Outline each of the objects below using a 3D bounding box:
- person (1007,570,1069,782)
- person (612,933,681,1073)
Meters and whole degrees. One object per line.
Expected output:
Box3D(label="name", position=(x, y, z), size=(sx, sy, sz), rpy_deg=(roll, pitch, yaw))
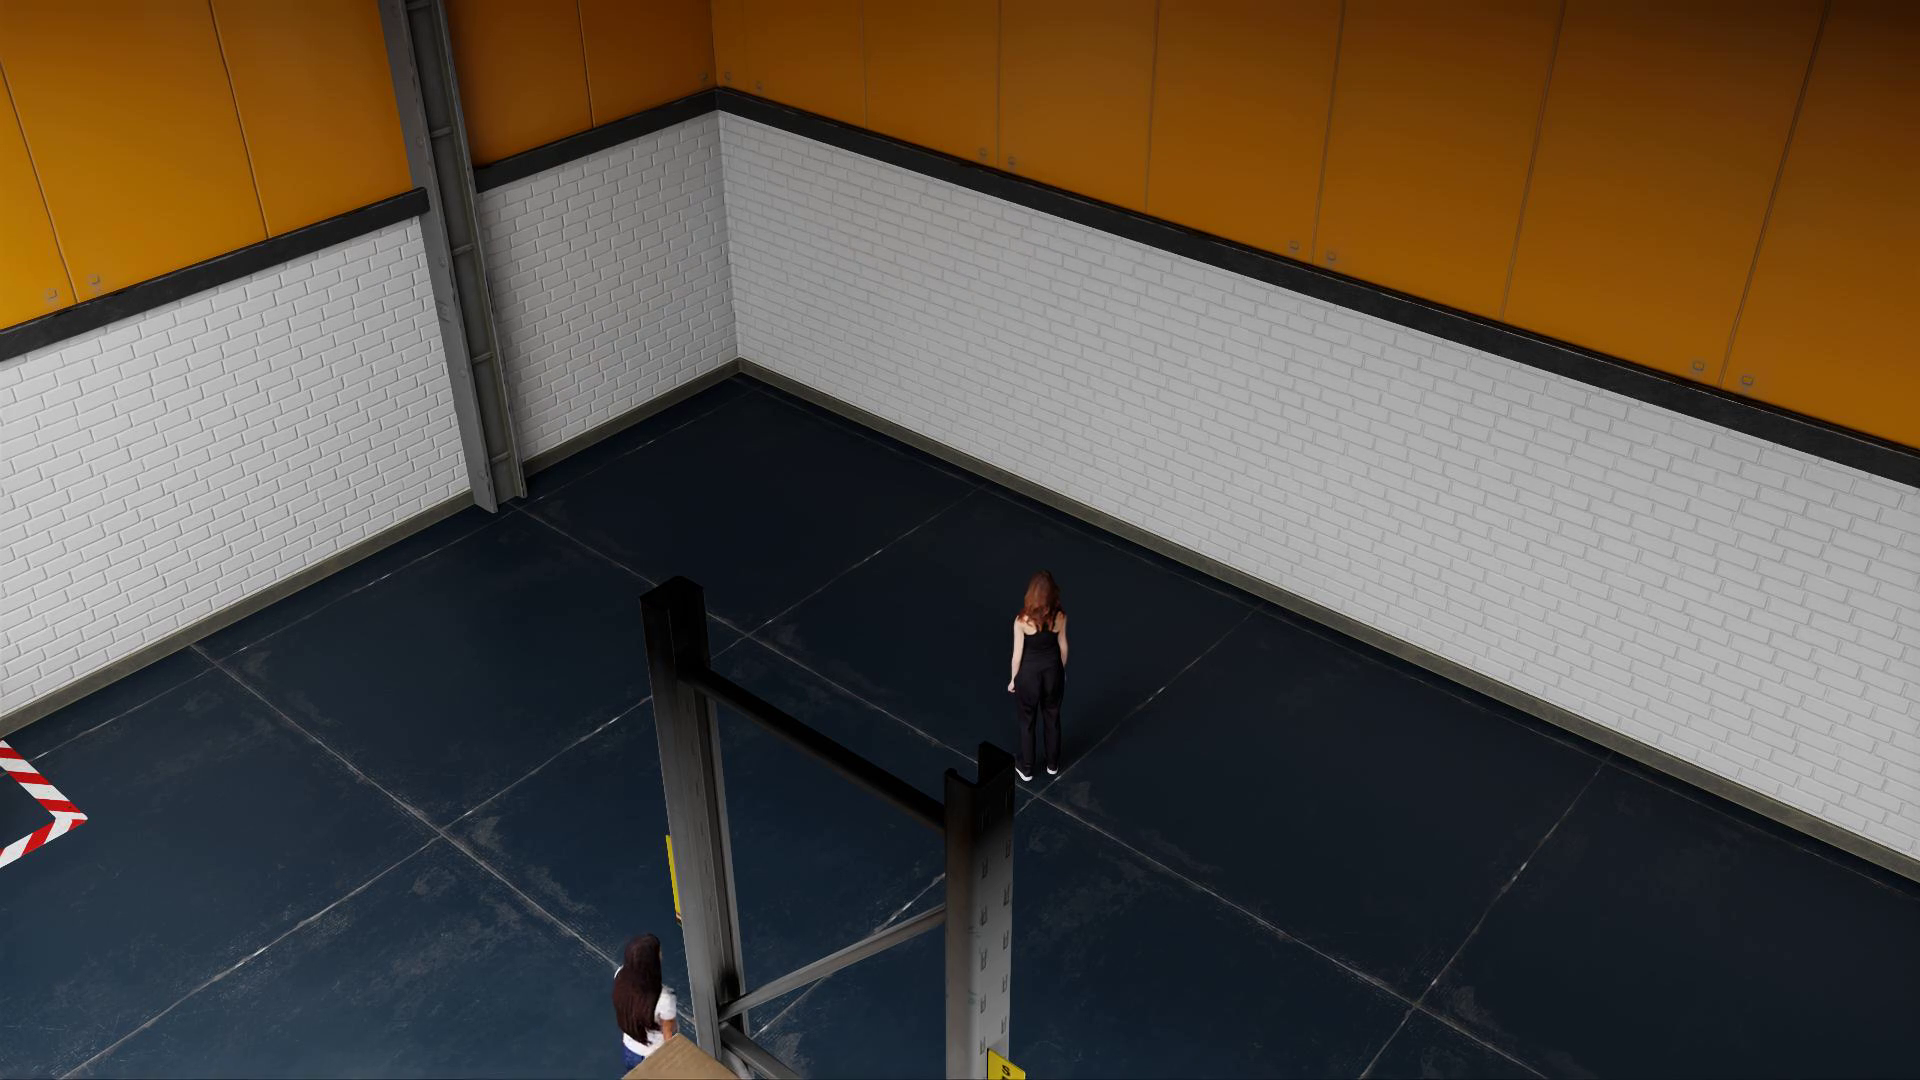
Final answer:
Box3D(label="person", position=(0.563, 0.958, 11.772), size=(0.634, 1.748, 0.733), rpy_deg=(-9, 35, -14))
Box3D(label="person", position=(-1.711, 2.840, 8.927), size=(0.644, 1.764, 0.624), rpy_deg=(18, 38, 25))
